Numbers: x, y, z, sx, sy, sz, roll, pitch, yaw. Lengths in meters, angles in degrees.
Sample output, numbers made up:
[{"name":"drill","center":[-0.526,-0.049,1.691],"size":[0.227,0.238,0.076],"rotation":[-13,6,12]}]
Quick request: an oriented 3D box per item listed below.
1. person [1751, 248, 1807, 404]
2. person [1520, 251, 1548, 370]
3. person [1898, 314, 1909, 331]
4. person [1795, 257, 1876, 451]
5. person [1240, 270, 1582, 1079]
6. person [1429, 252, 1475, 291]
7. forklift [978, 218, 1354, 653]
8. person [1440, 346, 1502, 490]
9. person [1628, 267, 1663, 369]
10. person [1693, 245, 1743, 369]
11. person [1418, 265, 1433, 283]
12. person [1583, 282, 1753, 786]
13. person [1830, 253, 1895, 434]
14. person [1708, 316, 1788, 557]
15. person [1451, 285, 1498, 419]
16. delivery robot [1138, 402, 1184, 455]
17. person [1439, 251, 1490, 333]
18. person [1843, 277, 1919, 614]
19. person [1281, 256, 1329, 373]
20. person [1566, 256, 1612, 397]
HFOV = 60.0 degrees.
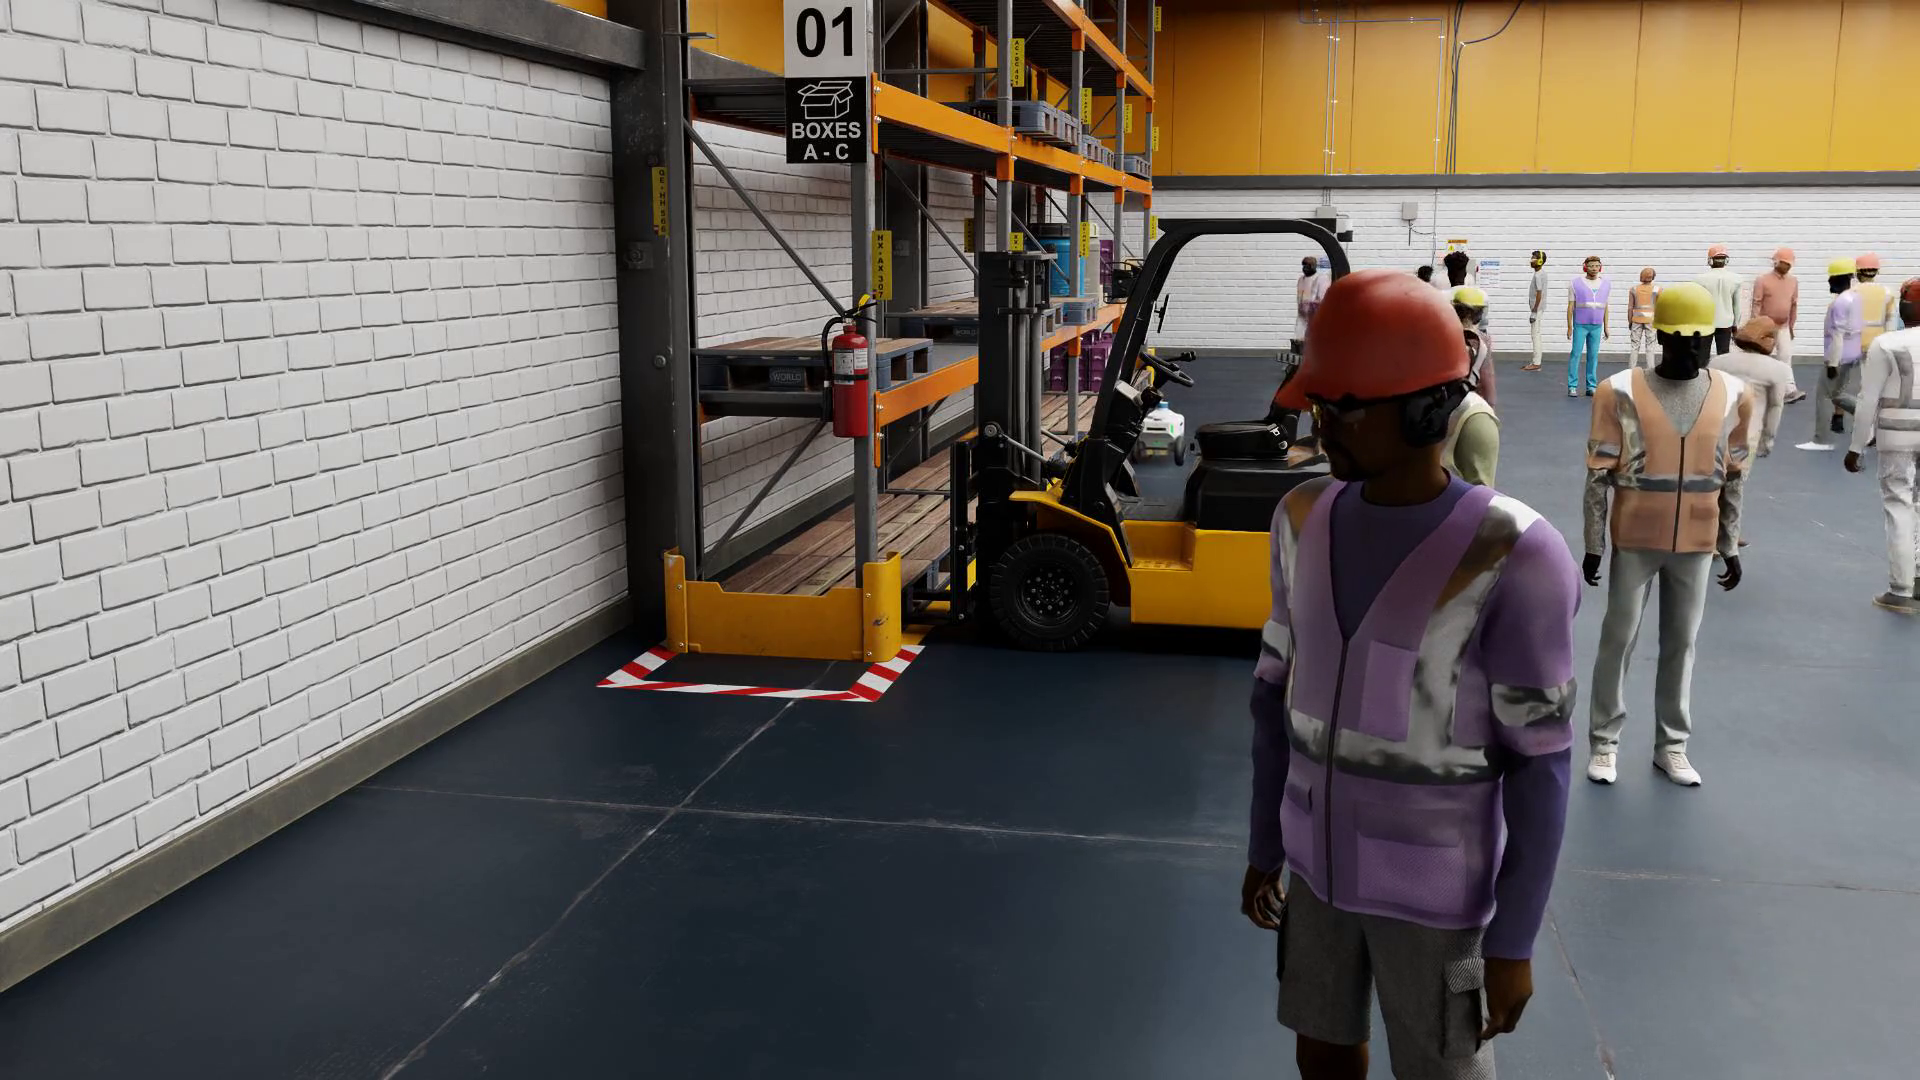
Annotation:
[{"name":"person","center":[10.277,-2.685,20.907],"size":[0.651,1.941,0.971],"rotation":[-1,10,-5]},{"name":"person","center":[9.036,-3.592,26.134],"size":[0.319,1.861,0.532],"rotation":[5,11,24]},{"name":"person","center":[10.432,-2.003,18.080],"size":[0.530,1.627,0.421],"rotation":[1,10,6]},{"name":"person","center":[8.616,-1.792,16.160],"size":[0.677,1.906,0.590],"rotation":[10,14,43]},{"name":"person","center":[0.705,0.569,2.837],"size":[0.392,2.034,0.614],"rotation":[-8,13,-36]},{"name":"person","center":[7.078,-3.195,23.947],"size":[0.670,1.862,0.946],"rotation":[4,11,22]},{"name":"forklift","center":[1.285,-0.567,8.635],"size":[2.313,2.155,1.214],"rotation":[2,11,11]},{"name":"person","center":[1.756,0.032,6.353],"size":[0.404,1.828,0.587],"rotation":[-5,11,-24]},{"name":"person","center":[10.160,-3.215,24.668],"size":[0.510,1.642,0.308],"rotation":[8,13,38]},{"name":"person","center":[9.527,-2.722,21.006],"size":[0.608,1.990,0.385],"rotation":[1,10,6]},{"name":"person","center":[7.103,-3.482,26.078],"size":[0.675,1.658,0.574],"rotation":[6,12,28]},{"name":"person","center":[2.676,-0.009,6.314],"size":[0.594,1.921,0.386],"rotation":[1,10,5]},{"name":"person","center":[9.557,-2.071,17.667],"size":[0.559,1.910,0.788],"rotation":[1,10,7]},{"name":"person","center":[5.080,-0.678,10.923],"size":[0.716,1.581,0.512],"rotation":[-9,14,-40]},{"name":"person","center":[3.574,-0.966,12.028],"size":[0.627,1.746,0.525],"rotation":[-4,11,-23]},{"name":"delivery robot","center":[1.876,-1.041,15.469],"size":[0.477,0.478,0.707],"rotation":[3,11,15]},{"name":"person","center":[4.547,-1.662,15.284],"size":[0.600,1.958,0.379],"rotation":[-2,11,-11]},{"name":"person","center":[5.293,-0.529,9.314],"size":[0.576,1.867,0.501],"rotation":[-1,10,-6]},{"name":"person","center":[5.439,-3.476,25.723],"size":[0.968,1.795,0.623],"rotation":[-7,13,-35]},{"name":"person","center":[8.215,-2.791,21.781],"size":[0.569,1.845,0.384],"rotation":[-1,10,-4]}]
